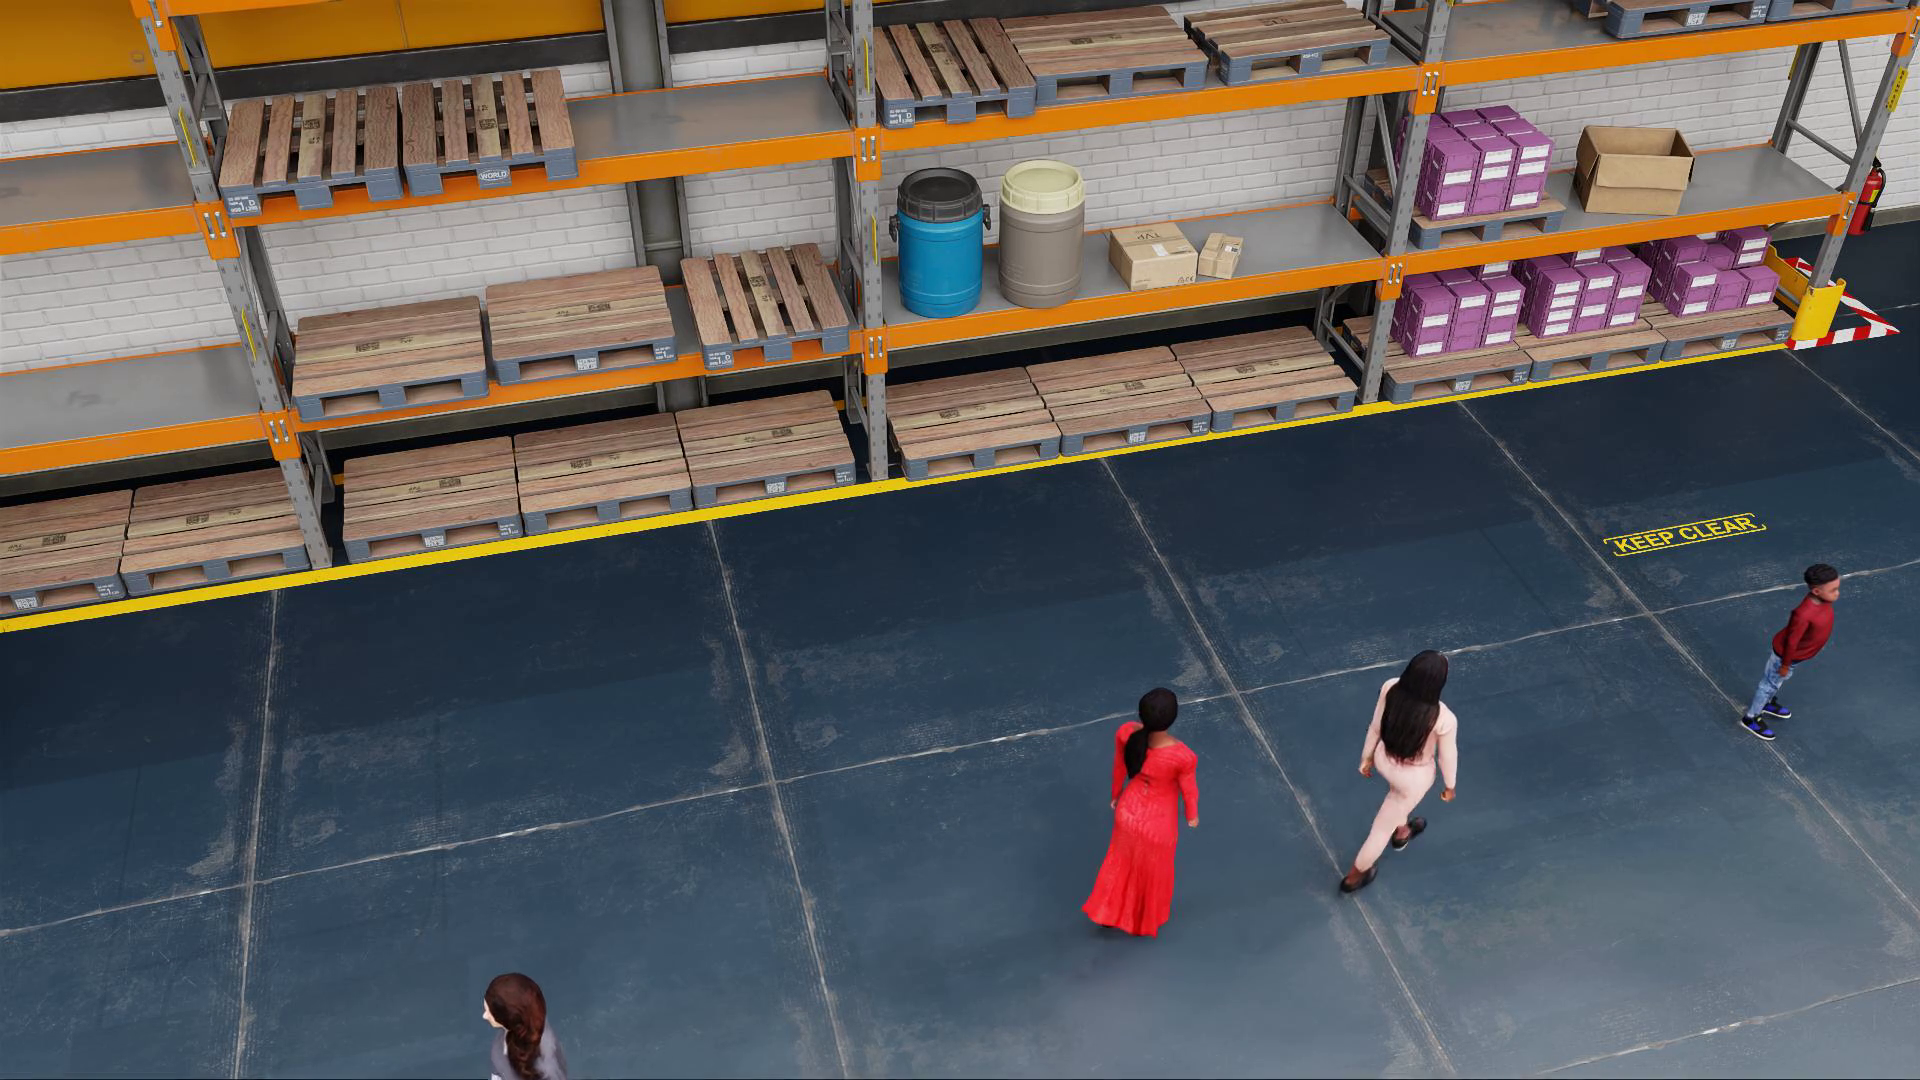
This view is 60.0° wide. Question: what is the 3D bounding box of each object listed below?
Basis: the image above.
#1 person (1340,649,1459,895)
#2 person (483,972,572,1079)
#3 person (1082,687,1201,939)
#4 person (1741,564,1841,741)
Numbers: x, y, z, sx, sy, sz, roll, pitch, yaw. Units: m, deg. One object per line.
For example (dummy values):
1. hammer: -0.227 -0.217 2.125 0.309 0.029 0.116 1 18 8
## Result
1. person: 2.303 1.298 8.899 1.071 1.688 0.871 -25 45 -28
2. person: -1.763 2.472 7.393 1.119 1.733 0.870 -24 44 -27
3. person: 0.943 1.467 8.616 0.806 1.787 0.858 26 45 29
4. person: 5.034 0.643 10.067 0.636 1.253 0.553 30 47 32
